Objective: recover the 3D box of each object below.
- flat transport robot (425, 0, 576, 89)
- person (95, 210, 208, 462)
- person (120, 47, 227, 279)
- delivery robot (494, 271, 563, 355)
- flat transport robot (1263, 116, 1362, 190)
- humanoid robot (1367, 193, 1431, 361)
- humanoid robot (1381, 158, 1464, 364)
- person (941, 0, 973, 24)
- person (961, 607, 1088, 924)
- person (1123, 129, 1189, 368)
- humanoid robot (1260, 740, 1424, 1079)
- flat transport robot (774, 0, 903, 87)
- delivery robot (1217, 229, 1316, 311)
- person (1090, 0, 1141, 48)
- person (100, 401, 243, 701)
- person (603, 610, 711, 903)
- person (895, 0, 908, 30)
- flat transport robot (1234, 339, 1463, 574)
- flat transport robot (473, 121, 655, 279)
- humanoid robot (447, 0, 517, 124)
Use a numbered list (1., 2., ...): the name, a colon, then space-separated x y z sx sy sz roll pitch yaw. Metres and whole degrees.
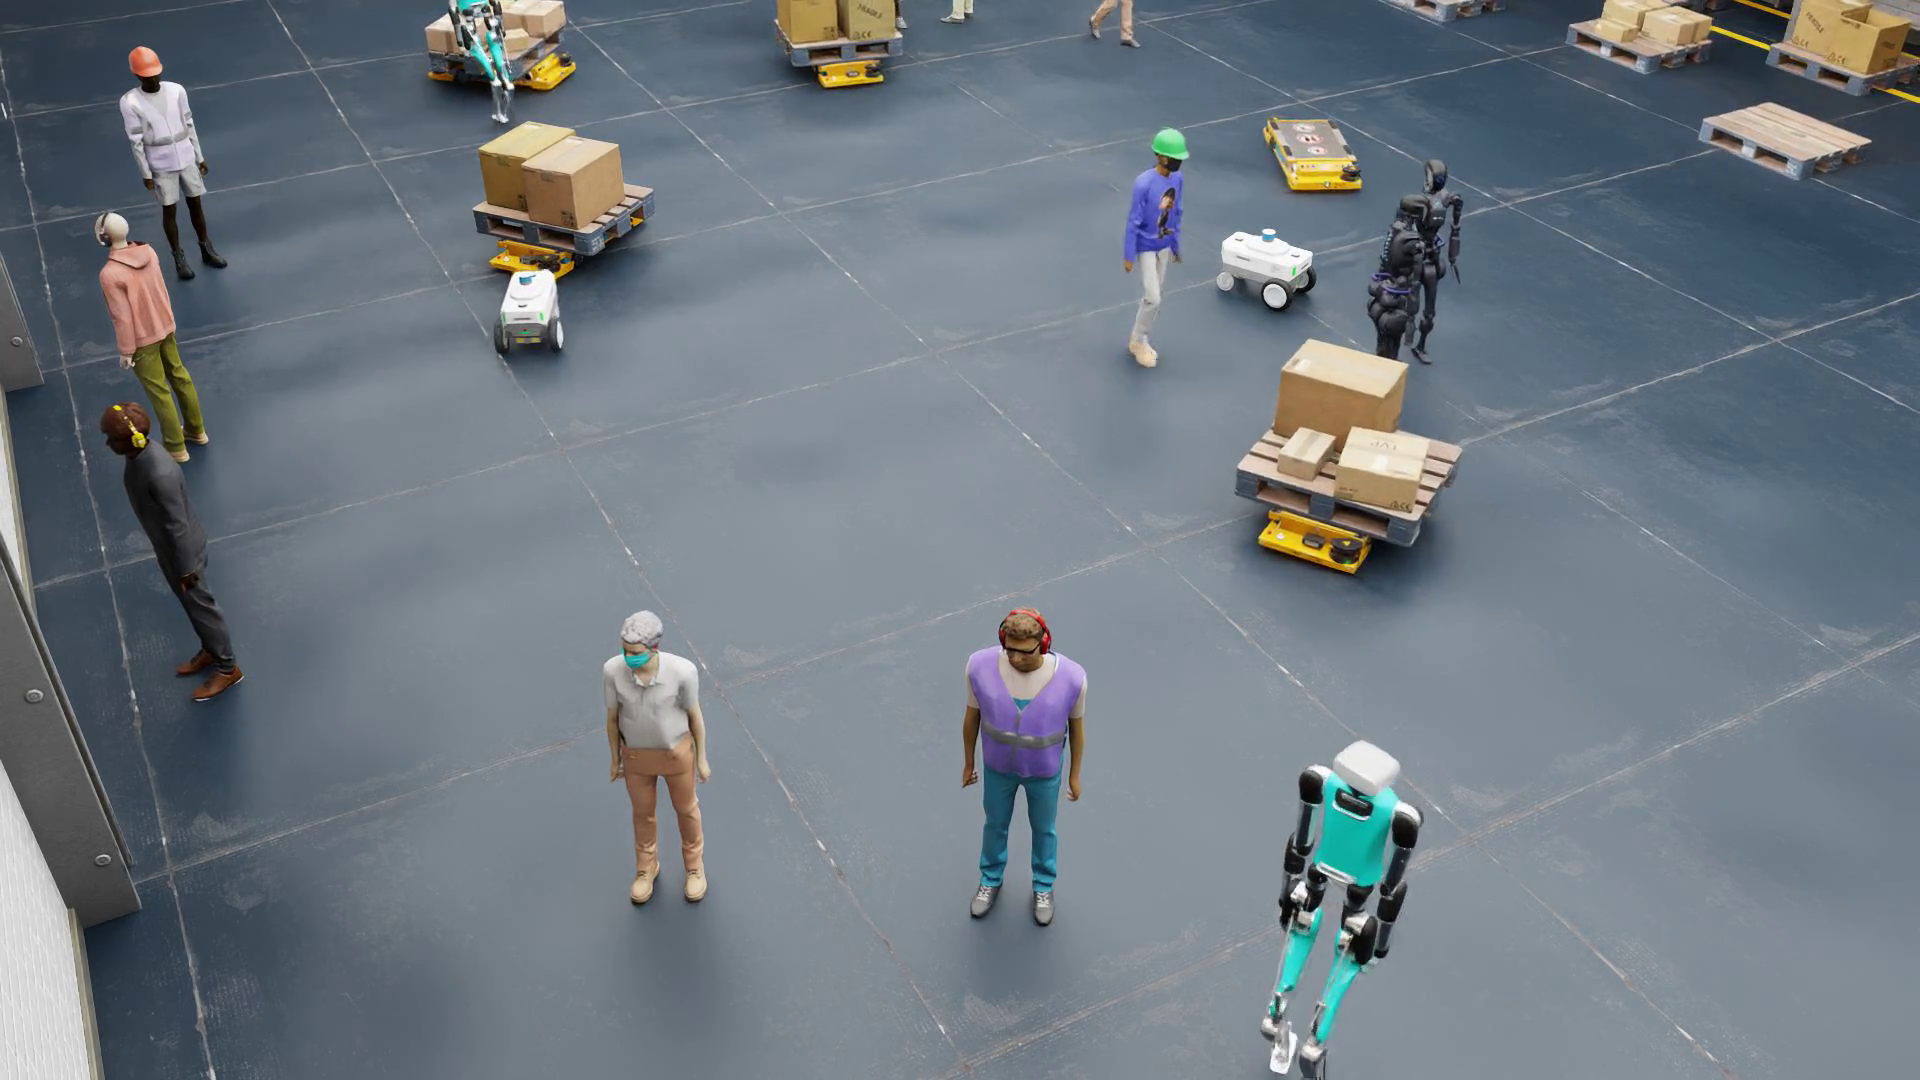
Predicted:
1. flat transport robot: -4.975 -5.132 18.043 1.431 0.231 0.659 8 36 11
2. person: -5.528 -1.385 11.327 0.376 1.837 0.521 8 36 11
3. person: -6.484 -3.112 13.707 0.373 1.934 0.550 28 43 33
4. delivery robot: -3.377 -1.825 13.062 0.499 0.583 0.767 -2 35 -3
5. flat transport robot: 3.391 -3.742 16.058 0.659 0.231 1.431 -1 35 -2
6. humanoid robot: 3.091 -1.685 11.922 0.372 1.656 0.603 -8 36 -11
7. humanoid robot: 3.468 -2.112 12.526 0.603 1.655 0.413 -8 36 -11
8. person: -0.001 -6.912 19.212 0.376 1.841 0.571 17 38 23
9. person: 0.297 1.049 7.843 0.571 1.843 0.375 6 35 8
10. person: 1.484 -2.167 12.430 0.494 1.855 0.563 -23 41 -29
11. humanoid robot: 1.476 1.729 6.991 0.550 1.794 0.822 25 42 31
12. flat transport robot: -1.340 -5.321 18.313 0.659 0.231 1.431 -10 36 -14
13. delivery robot: 2.531 -2.261 13.693 0.774 0.592 0.499 23 41 29
14. person: 1.765 -6.364 18.584 0.486 1.654 0.605 -25 42 -32
15. person: -4.377 0.047 9.258 0.367 1.869 0.493 -26 42 -32
16. person: -1.439 1.033 7.955 0.482 1.744 0.327 1 35 1
17. person: -0.735 -6.875 19.098 0.582 1.909 0.591 -20 40 -26
18. flat transport robot: 2.579 -0.283 11.120 0.659 0.231 1.431 19 39 25
19. flat transport robot: -3.414 -2.680 14.542 0.659 0.231 1.431 14 37 20
20. humanoid robot: -4.681 -4.900 16.514 0.535 1.868 0.769 -23 41 -29
